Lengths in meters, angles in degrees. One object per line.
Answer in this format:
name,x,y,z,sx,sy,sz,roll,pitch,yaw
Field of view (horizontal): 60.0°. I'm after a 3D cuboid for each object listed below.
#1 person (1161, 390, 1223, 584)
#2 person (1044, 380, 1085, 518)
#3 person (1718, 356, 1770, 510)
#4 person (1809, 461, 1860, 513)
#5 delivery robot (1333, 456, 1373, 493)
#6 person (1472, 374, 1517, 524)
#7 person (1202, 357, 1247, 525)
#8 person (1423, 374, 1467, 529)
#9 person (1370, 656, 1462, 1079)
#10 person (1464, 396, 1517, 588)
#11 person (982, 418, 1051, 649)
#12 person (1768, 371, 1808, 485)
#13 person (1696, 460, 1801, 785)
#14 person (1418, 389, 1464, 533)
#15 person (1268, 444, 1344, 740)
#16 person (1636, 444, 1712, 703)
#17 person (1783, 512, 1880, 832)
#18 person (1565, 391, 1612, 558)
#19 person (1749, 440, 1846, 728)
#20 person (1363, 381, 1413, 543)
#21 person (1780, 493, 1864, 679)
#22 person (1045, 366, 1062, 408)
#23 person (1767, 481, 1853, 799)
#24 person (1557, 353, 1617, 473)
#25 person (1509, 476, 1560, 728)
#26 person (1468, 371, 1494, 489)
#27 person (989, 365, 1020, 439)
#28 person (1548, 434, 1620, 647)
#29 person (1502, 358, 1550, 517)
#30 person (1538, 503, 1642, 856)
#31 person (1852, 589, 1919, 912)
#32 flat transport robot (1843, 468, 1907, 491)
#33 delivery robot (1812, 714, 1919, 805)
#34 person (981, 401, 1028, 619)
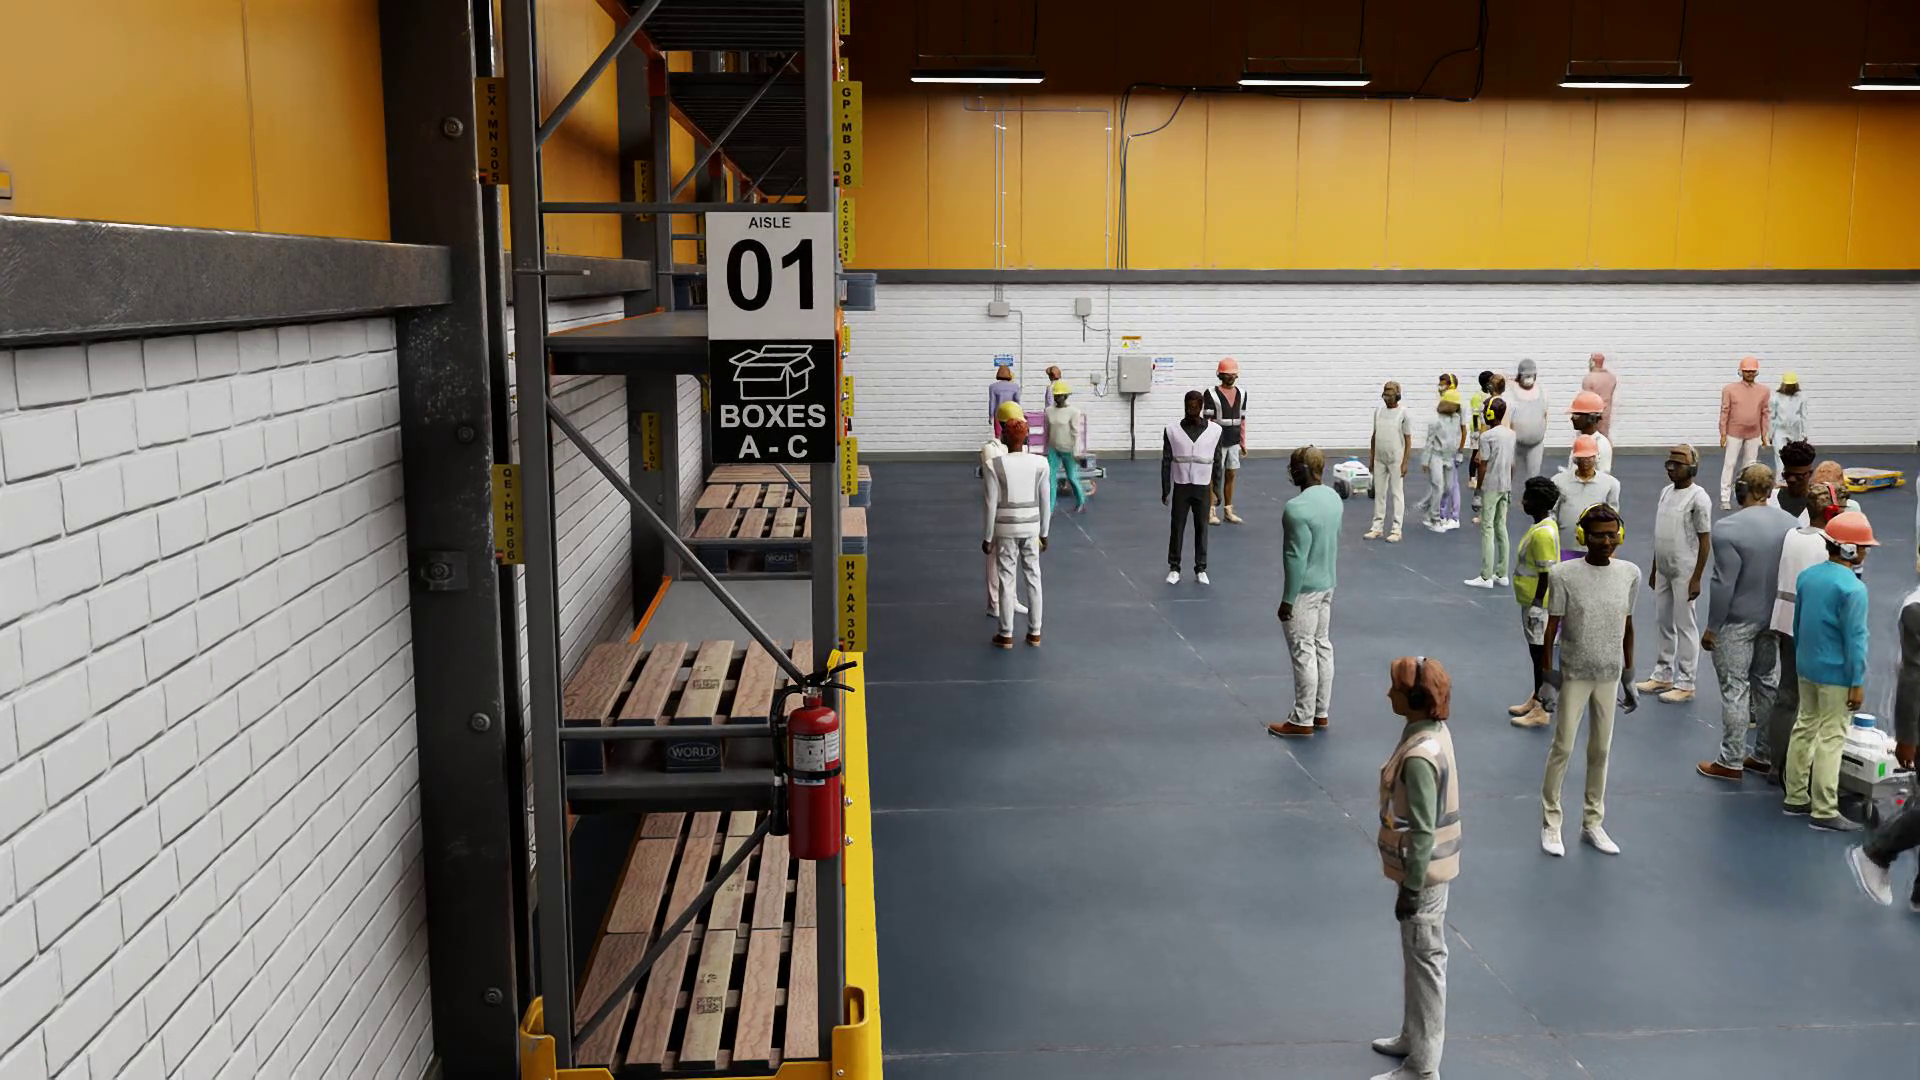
person,2.281,-0.521,16.377,0.596,1.915,0.370,1,9,5
person,1.308,-1.142,20.850,0.529,1.736,0.843,6,11,32
person,10.130,-1.375,21.497,0.611,1.995,0.380,1,9,5
person,6.552,0.210,12.666,0.501,1.633,0.284,7,11,38
delivery robot,5.370,-0.899,22.718,0.477,0.478,0.707,-1,9,-7
person,6.487,-1.094,20.199,0.506,1.846,0.345,-3,10,-21
person,3.237,-1.200,20.243,0.607,2.044,0.372,-4,10,-24
person,5.841,-1.063,19.945,0.310,1.864,0.533,-4,10,-23
person,1.705,1.236,6.204,0.314,1.641,0.515,3,10,19
person,5.186,-0.462,16.187,0.510,1.863,0.326,-6,11,-35
person,0.458,-0.053,13.546,0.572,1.883,0.353,-3,9,-16
person,11.422,-1.481,23.009,0.487,1.718,0.777,1,9,7
person,4.712,0.492,9.946,0.635,1.937,0.352,-3,10,-20
person,5.665,-0.959,19.745,0.511,1.713,0.632,-5,10,-27
person,2.276,0.336,10.926,0.362,1.938,0.636,7,11,36
person,5.101,0.235,11.850,0.329,1.845,0.515,-2,9,-12
person,4.813,0.711,9.151,0.342,1.750,0.568,0,9,-3
person,5.357,-0.255,14.305,0.383,2.045,0.605,0,9,3
person,5.484,0.313,11.000,0.614,1.958,0.381,8,12,40
person,4.888,-0.894,18.953,0.345,1.844,0.507,-9,13,-44
person,5.697,0.450,11.027,0.544,1.684,0.322,-1,9,-4
person,1.474,-1.881,25.785,0.310,1.640,0.514,5,10,28
person,4.956,0.576,9.702,0.389,1.847,0.563,-2,9,-10
person,9.425,-1.853,24.896,0.649,1.874,0.838,-3,10,-19
person,3.880,0.413,11.197,0.316,1.695,0.541,3,9,17
person,7.420,-1.559,23.614,0.530,1.690,0.319,-9,13,-44
person,0.690,-1.926,26.081,0.502,1.632,0.279,-2,9,-10
person,5.047,0.014,13.525,0.564,1.751,0.330,3,10,20
person,7.137,-1.349,21.189,0.684,2.000,0.881,0,9,0
person,3.297,0.726,8.697,0.535,1.868,0.309,-1,9,-4
person,4.576,0.857,7.770,0.613,1.901,0.463,-5,10,-30
flat transport robot,12.848,-0.873,23.737,1.431,0.197,0.652,-7,11,-36
delivery robot,5.084,1.226,9.378,0.477,0.478,0.707,-2,9,-11
person,0.430,-0.268,14.756,0.367,1.927,0.590,7,11,36
